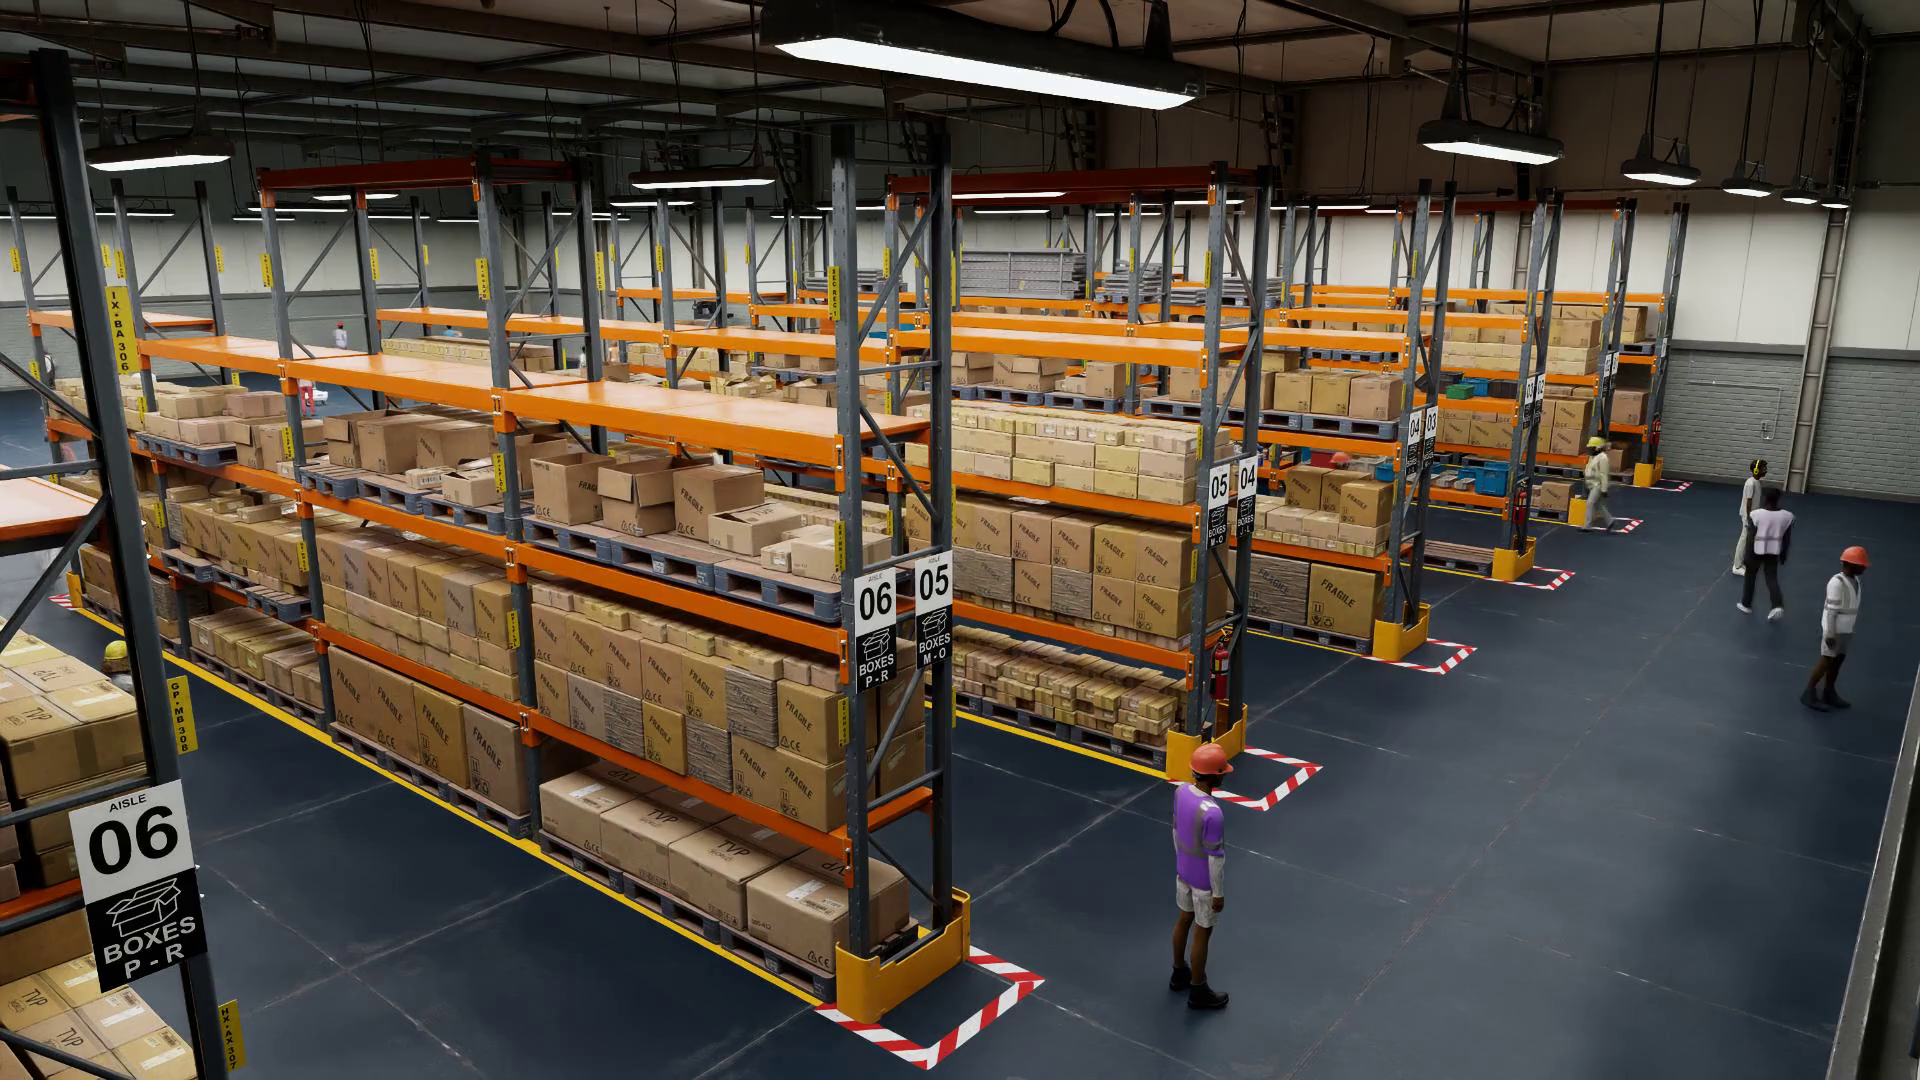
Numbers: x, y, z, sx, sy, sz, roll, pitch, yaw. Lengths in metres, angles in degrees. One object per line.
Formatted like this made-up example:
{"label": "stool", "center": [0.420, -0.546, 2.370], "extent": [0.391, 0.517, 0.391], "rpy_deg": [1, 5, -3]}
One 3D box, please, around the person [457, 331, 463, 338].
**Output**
{"label": "person", "center": [-18.329, -6.733, 46.411], "extent": [0.747, 1.882, 0.650], "rpy_deg": [7, 16, 28]}

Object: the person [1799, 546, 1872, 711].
{"label": "person", "center": [10.113, 1.003, 14.503], "extent": [0.571, 1.933, 0.472], "rpy_deg": [-9, 16, -33]}

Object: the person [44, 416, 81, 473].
{"label": "person", "center": [-20.741, -2.468, 28.922], "extent": [0.999, 1.850, 0.654], "rpy_deg": [1, 14, 6]}

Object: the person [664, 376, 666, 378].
{"label": "person", "center": [-8.547, -4.344, 36.459], "extent": [0.372, 1.940, 0.629], "rpy_deg": [3, 14, 12]}

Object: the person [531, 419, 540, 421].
{"label": "person", "center": [-9.223, -2.079, 27.528], "extent": [0.565, 1.748, 0.538], "rpy_deg": [0, 14, -1]}

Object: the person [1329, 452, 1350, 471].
{"label": "person", "center": [6.186, -0.483, 20.586], "extent": [1.037, 1.936, 0.633], "rpy_deg": [10, 17, 35]}

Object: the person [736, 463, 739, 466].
{"label": "person", "center": [-5.111, -2.204, 28.291], "extent": [0.499, 1.634, 0.278], "rpy_deg": [-8, 16, -30]}

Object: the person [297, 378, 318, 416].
{"label": "person", "center": [-19.725, -4.623, 37.972], "extent": [0.532, 1.766, 0.331], "rpy_deg": [-4, 14, -18]}

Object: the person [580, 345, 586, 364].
{"label": "person", "center": [-12.900, -5.857, 43.213], "extent": [0.624, 1.676, 0.535], "rpy_deg": [4, 14, 15]}

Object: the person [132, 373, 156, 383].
{"label": "person", "center": [-22.226, -3.911, 34.463], "extent": [0.615, 2.039, 0.395], "rpy_deg": [-2, 14, -8]}

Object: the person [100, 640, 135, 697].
{"label": "person", "center": [-7.723, 1.776, 11.715], "extent": [0.483, 1.737, 0.321], "rpy_deg": [3, 14, 14]}

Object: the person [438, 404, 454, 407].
{"label": "person", "center": [-12.490, -2.804, 30.757], "extent": [0.501, 1.633, 0.283], "rpy_deg": [-12, 18, -41]}

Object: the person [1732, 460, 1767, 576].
{"label": "person", "center": [12.728, -0.371, 20.260], "extent": [0.329, 1.872, 0.511], "rpy_deg": [9, 16, 33]}

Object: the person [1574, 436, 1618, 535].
{"label": "person", "center": [11.720, -0.994, 22.980], "extent": [0.761, 1.803, 0.620], "rpy_deg": [2, 14, 8]}

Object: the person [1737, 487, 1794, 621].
{"label": "person", "center": [11.521, 0.181, 17.960], "extent": [0.599, 1.892, 0.899], "rpy_deg": [2, 14, 8]}

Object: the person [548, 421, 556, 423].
{"label": "person", "center": [-10.514, -3.413, 32.745], "extent": [1.045, 1.884, 0.650], "rpy_deg": [4, 14, 15]}

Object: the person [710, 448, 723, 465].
{"label": "person", "center": [-4.388, -0.973, 22.801], "extent": [0.934, 1.848, 0.577], "rpy_deg": [10, 17, 37]}

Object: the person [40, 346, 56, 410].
{"label": "person", "center": [-28.525, -5.083, 39.375], "extent": [0.694, 2.000, 0.700], "rpy_deg": [-3, 14, -13]}

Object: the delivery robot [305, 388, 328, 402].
{"label": "delivery robot", "center": [-20.684, -4.629, 40.408], "extent": [0.707, 0.478, 0.477], "rpy_deg": [-9, 16, -32]}

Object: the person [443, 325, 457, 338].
{"label": "person", "center": [-21.730, -8.413, 53.722], "extent": [0.553, 1.671, 0.683], "rpy_deg": [-5, 15, -21]}

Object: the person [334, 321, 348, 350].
{"label": "person", "center": [-25.392, -8.020, 51.703], "extent": [0.563, 1.891, 0.989], "rpy_deg": [0, 14, 2]}

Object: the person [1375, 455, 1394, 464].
{"label": "person", "center": [8.356, -1.437, 24.719], "extent": [0.404, 1.833, 0.589], "rpy_deg": [6, 15, 24]}

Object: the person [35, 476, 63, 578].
{"label": "person", "center": [-14.417, -0.240, 19.795], "extent": [0.648, 1.832, 0.435], "rpy_deg": [-5, 14, -18]}

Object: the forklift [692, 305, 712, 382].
{"label": "forklift", "center": [-9.511, -7.392, 47.124], "extent": [1.873, 2.768, 1.129], "rpy_deg": [11, 17, 38]}

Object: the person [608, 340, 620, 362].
{"label": "person", "center": [-12.521, -6.462, 45.832], "extent": [0.520, 1.625, 0.432], "rpy_deg": [-4, 14, -17]}

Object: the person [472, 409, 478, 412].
{"label": "person", "center": [-13.774, -4.155, 35.822], "extent": [0.332, 1.872, 0.514], "rpy_deg": [-8, 16, -30]}

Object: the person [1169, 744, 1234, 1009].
{"label": "person", "center": [1.719, 2.352, 8.916], "extent": [0.357, 1.936, 0.551], "rpy_deg": [-5, 14, -19]}
